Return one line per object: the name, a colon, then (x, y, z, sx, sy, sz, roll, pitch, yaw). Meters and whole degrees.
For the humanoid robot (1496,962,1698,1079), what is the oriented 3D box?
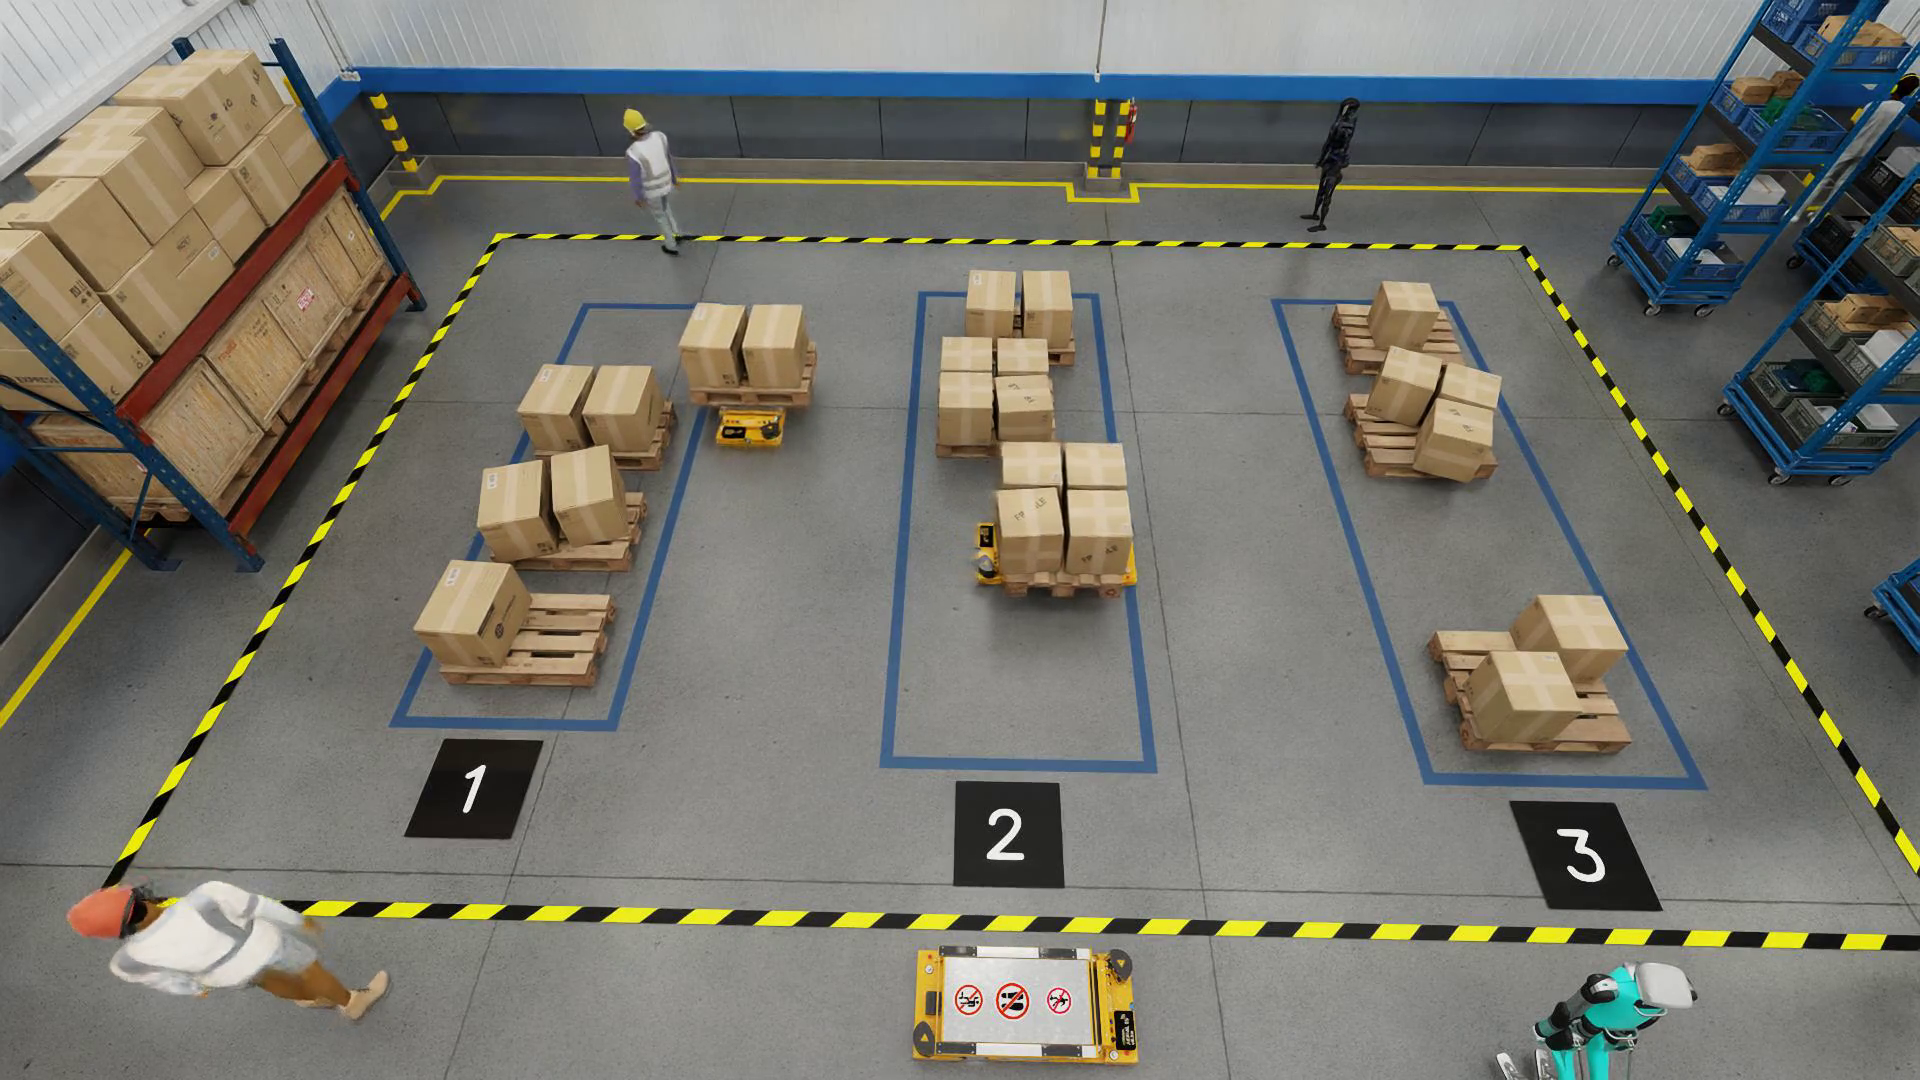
humanoid robot: (3.555, 2.907, 5.082, 0.533, 1.677, 0.735, 0, 51, 0)

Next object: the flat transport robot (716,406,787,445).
flat transport robot: (-2.148, -1.586, 9.761, 0.652, 0.197, 1.431, 1, 51, 1)

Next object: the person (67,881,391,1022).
person: (-4.188, 2.461, 5.372, 0.696, 1.989, 0.588, -37, 60, -26)

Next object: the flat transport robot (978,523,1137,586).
flat transport robot: (0.881, 0.093, 8.392, 1.431, 0.197, 0.652, 1, 51, 1)

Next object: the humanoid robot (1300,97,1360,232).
humanoid robot: (4.606, -4.638, 11.348, 0.315, 1.657, 0.599, -1, 51, 0)

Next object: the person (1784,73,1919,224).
person: (11.106, -4.816, 11.386, 0.506, 1.864, 0.313, 13, 52, 10)

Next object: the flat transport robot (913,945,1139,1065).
flat transport robot: (0.422, 3.041, 6.007, 1.431, 0.231, 0.659, 1, 51, 1)

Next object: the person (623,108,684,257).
person: (-3.664, -4.228, 10.930, 0.472, 1.816, 0.622, 26, 56, 20)
